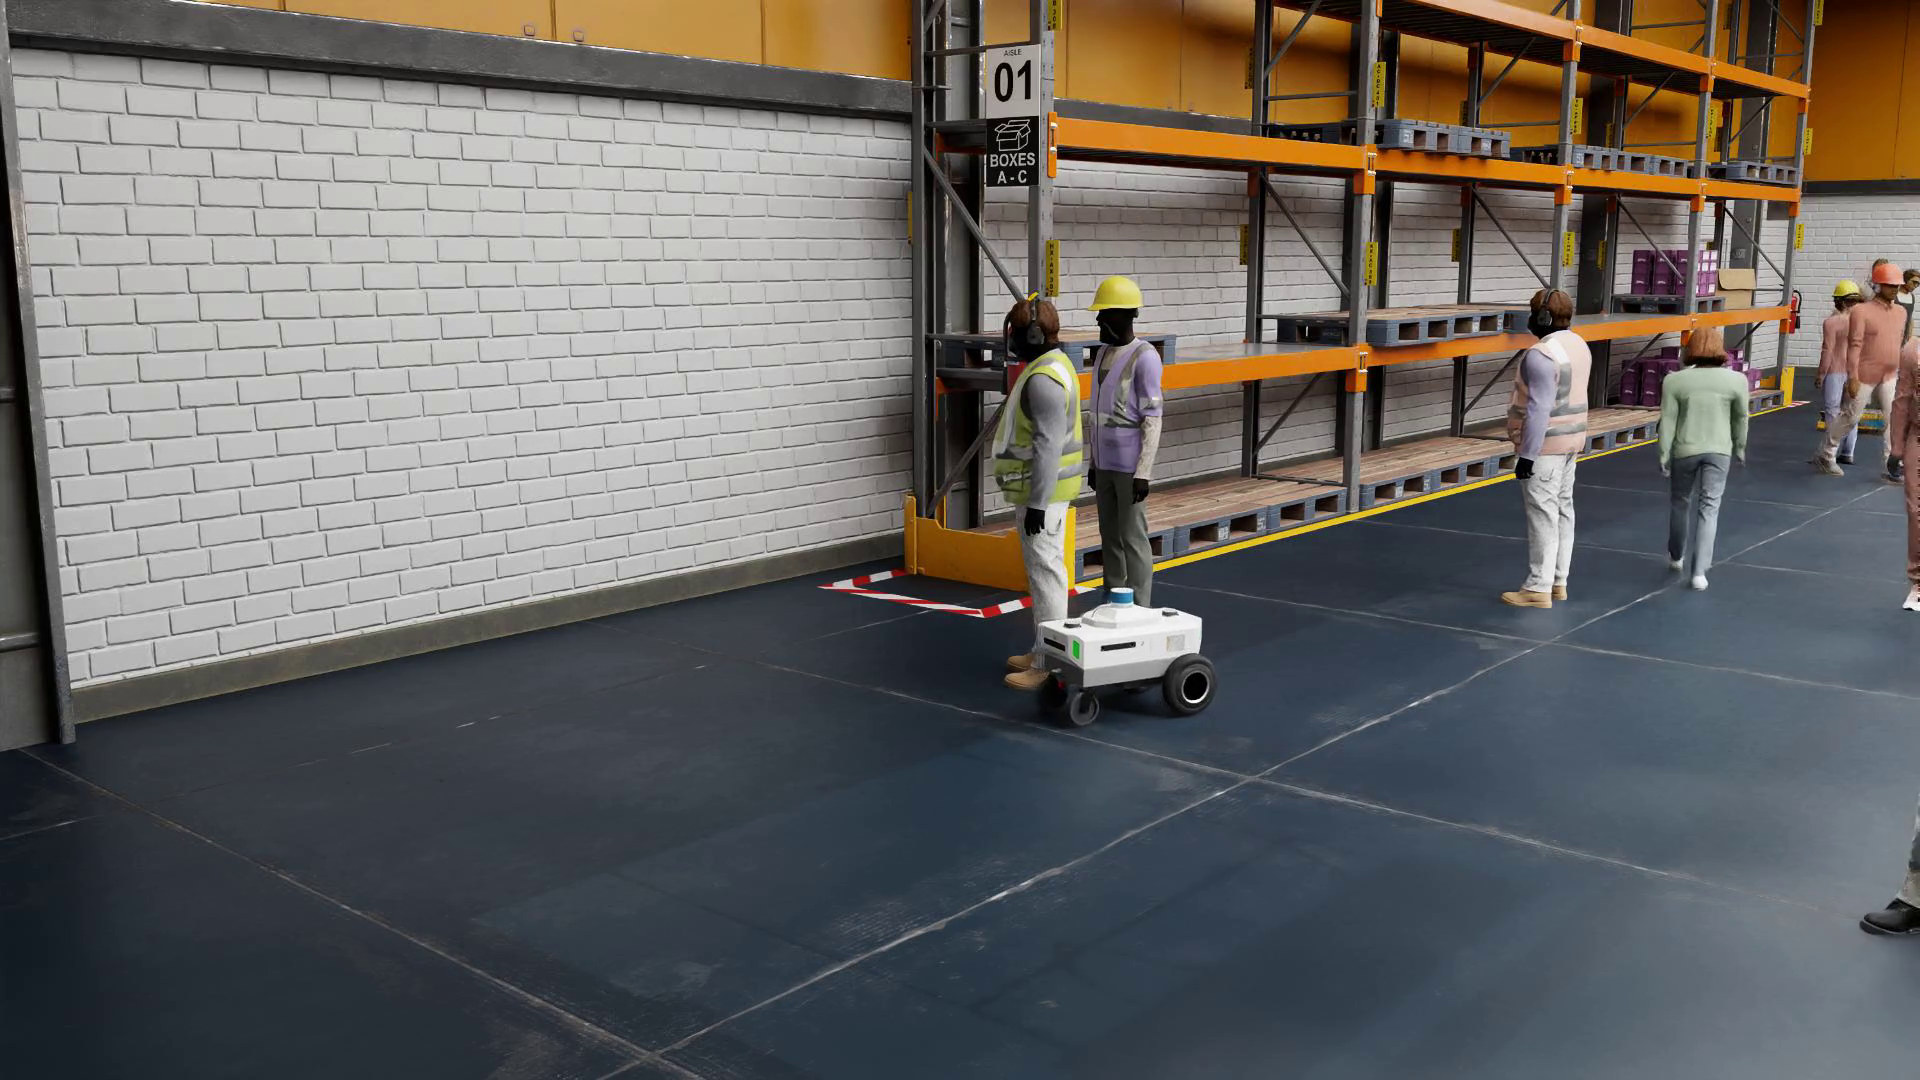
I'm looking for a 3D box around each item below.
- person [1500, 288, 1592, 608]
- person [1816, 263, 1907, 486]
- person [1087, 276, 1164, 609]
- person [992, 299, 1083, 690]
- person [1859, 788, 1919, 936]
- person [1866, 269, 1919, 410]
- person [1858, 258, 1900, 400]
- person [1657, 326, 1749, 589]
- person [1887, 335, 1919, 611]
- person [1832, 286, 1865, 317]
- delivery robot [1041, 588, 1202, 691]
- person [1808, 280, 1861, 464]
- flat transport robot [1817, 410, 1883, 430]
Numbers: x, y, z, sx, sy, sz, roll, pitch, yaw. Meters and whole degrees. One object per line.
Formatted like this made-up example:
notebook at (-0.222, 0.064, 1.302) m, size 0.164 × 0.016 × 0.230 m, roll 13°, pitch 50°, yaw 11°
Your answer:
person at (3.392, -0.528, 9.653) m, size 0.430 × 1.844 × 0.624 m, roll 9°, pitch 13°, yaw 41°
person at (8.110, -1.489, 14.833) m, size 0.636 × 1.952 × 1.017 m, roll -3°, pitch 10°, yaw -14°
person at (0.840, -0.422, 8.805) m, size 0.366 × 1.927 × 0.591 m, roll -5°, pitch 11°, yaw -25°
person at (0.365, -0.215, 7.880) m, size 0.429 × 1.839 × 0.634 m, roll 1°, pitch 10°, yaw 6°
person at (3.238, 0.337, 4.912) m, size 0.891 × 1.793 × 0.595 m, roll -1°, pitch 10°, yaw -8°
person at (11.865, -2.543, 21.211) m, size 0.606 × 1.810 × 0.496 m, roll -2°, pitch 10°, yaw -10°
person at (12.547, -2.880, 22.771) m, size 0.635 × 1.937 × 0.352 m, roll 8°, pitch 13°, yaw 40°
person at (4.616, -0.526, 10.366) m, size 0.515 × 1.587 × 0.854 m, roll 4°, pitch 11°, yaw 22°
person at (5.735, -0.540, 9.607) m, size 0.654 × 1.890 × 0.654 m, roll 9°, pitch 13°, yaw 40°
person at (11.180, -2.396, 20.915) m, size 0.490 × 1.614 × 0.525 m, roll -7°, pitch 12°, yaw -35°
delivery robot at (0.720, 0.457, 7.438) m, size 0.707 × 0.478 × 0.477 m, roll -5°, pitch 11°, yaw -27°
person at (8.420, -1.591, 15.923) m, size 0.527 × 1.768 × 0.314 m, roll -3°, pitch 11°, yaw -19°
flat transport robot at (10.501, -1.330, 18.688) m, size 1.431 × 0.197 × 0.652 m, roll 8°, pitch 13°, yaw 40°
